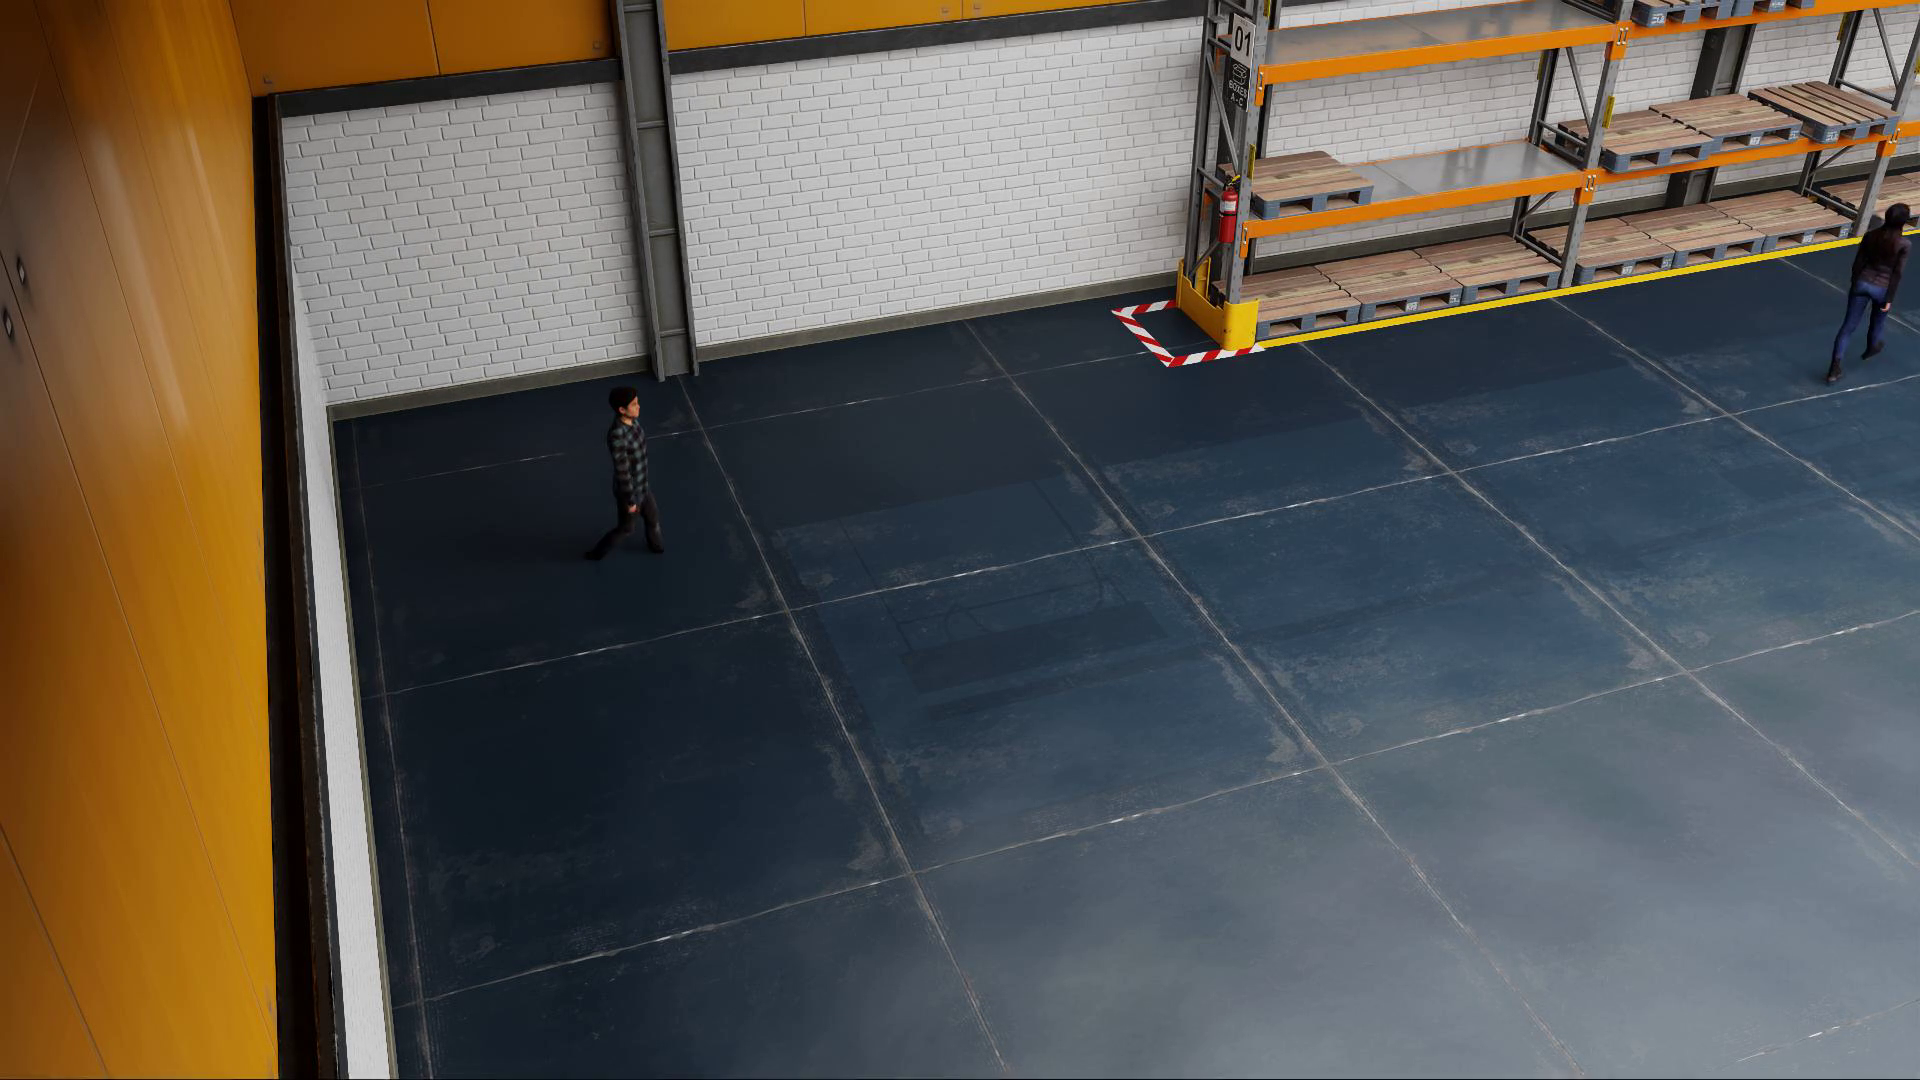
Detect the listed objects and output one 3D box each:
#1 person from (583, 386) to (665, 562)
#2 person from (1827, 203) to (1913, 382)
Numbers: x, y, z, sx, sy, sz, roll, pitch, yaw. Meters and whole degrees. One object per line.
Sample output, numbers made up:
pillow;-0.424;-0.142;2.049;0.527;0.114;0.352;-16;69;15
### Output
person;-2.672;-0.434;13.121;1.136;1.695;0.972;3;34;5
person;8.463;-2.275;15.536;1.239;1.703;0.938;-27;42;-34
